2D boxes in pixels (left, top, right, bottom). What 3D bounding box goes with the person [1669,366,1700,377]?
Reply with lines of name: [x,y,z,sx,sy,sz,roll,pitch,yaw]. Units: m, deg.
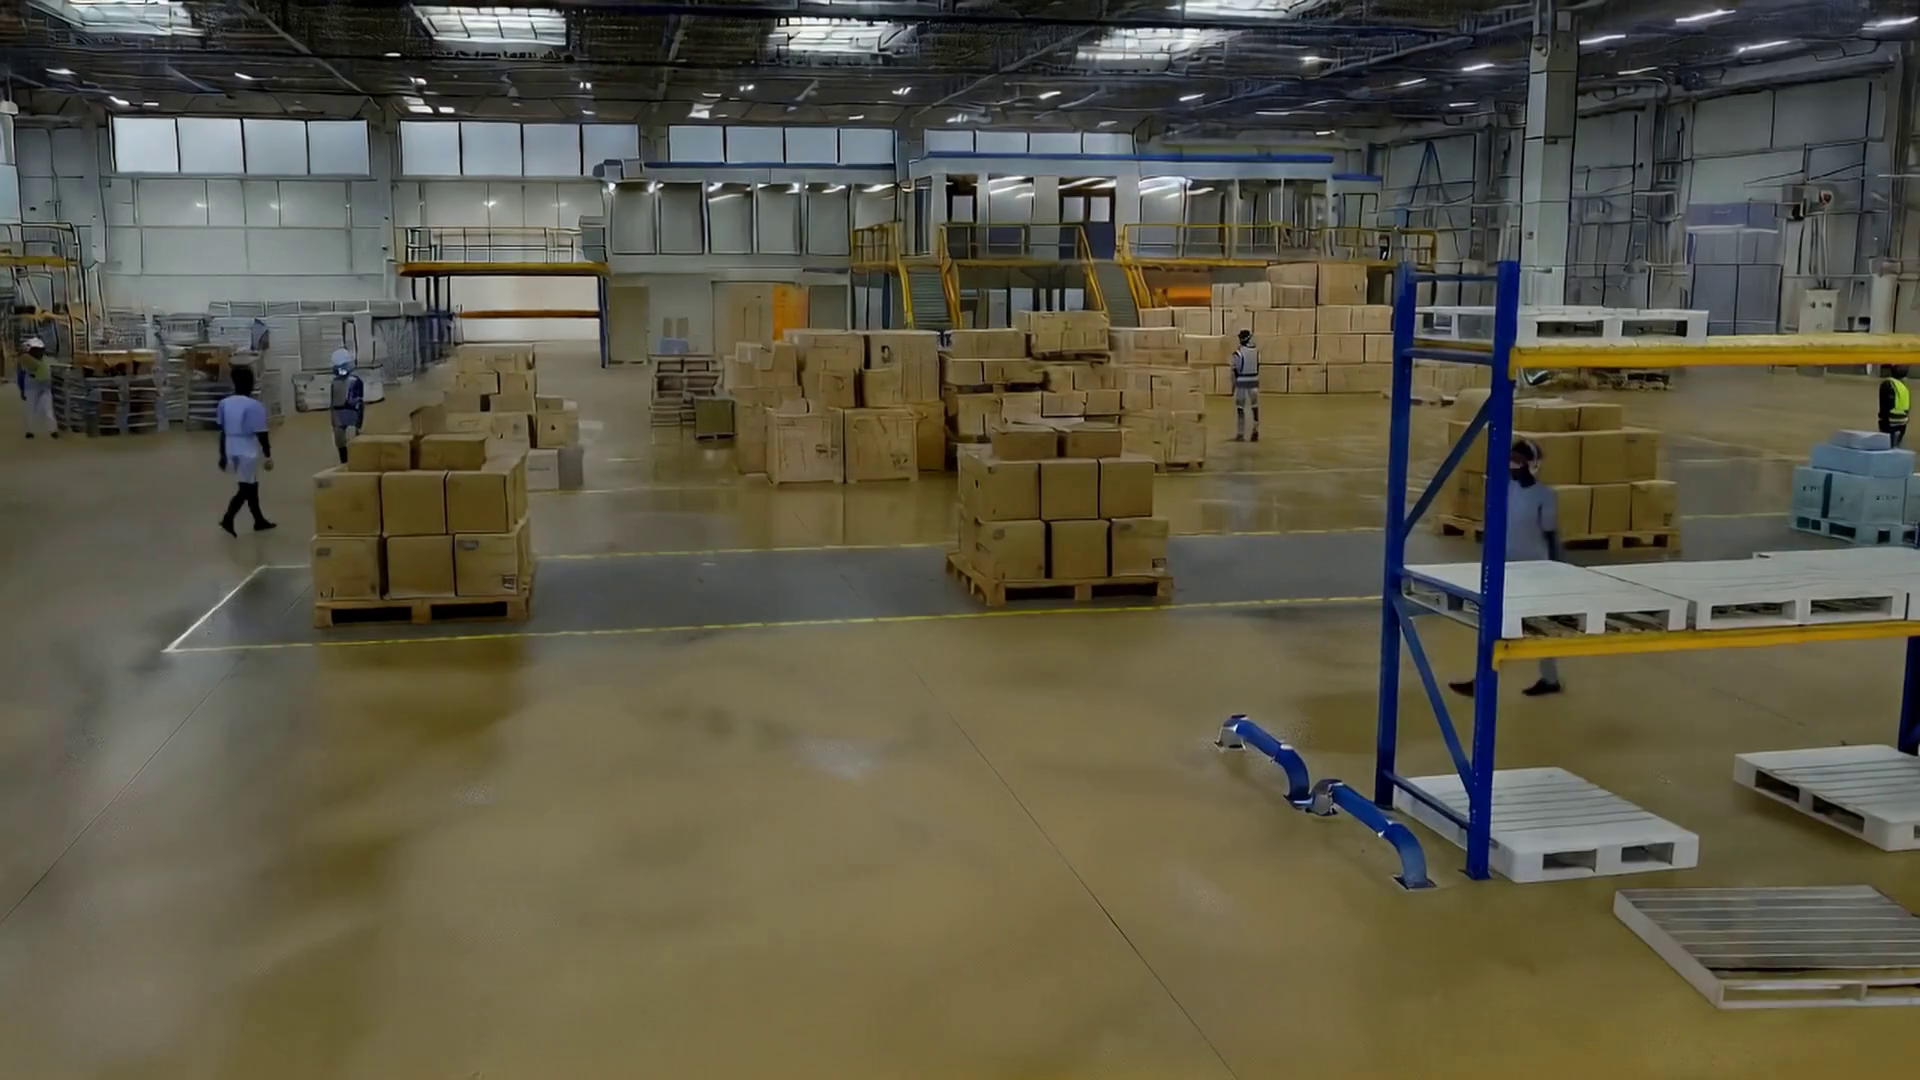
person: [19.945,-5.388,45.778,0.527,1.795,0.961,-8,13,-42]

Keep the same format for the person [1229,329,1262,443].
person: [4.899,-2.640,28.546,0.604,1.949,0.389,-4,10,-22]

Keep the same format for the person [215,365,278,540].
person: [-8.004,-0.976,18.495,0.618,1.932,0.954,4,10,22]

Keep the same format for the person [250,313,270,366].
person: [-19.659,-5.508,46.743,0.508,1.713,0.782,-3,10,-16]

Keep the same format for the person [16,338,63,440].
person: [-16.075,-2.618,28.964,0.975,1.766,0.623,6,11,33]

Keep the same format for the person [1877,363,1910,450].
person: [11.972,-1.424,21.338,0.574,1.883,0.355,-8,12,-40]

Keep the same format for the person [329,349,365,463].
person: [-8.056,-1.529,21.811,0.552,1.937,0.356,5,10,27]

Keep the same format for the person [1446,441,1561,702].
person: [3.815,0.220,11.515,0.980,1.820,0.518,-2,10,-12]
